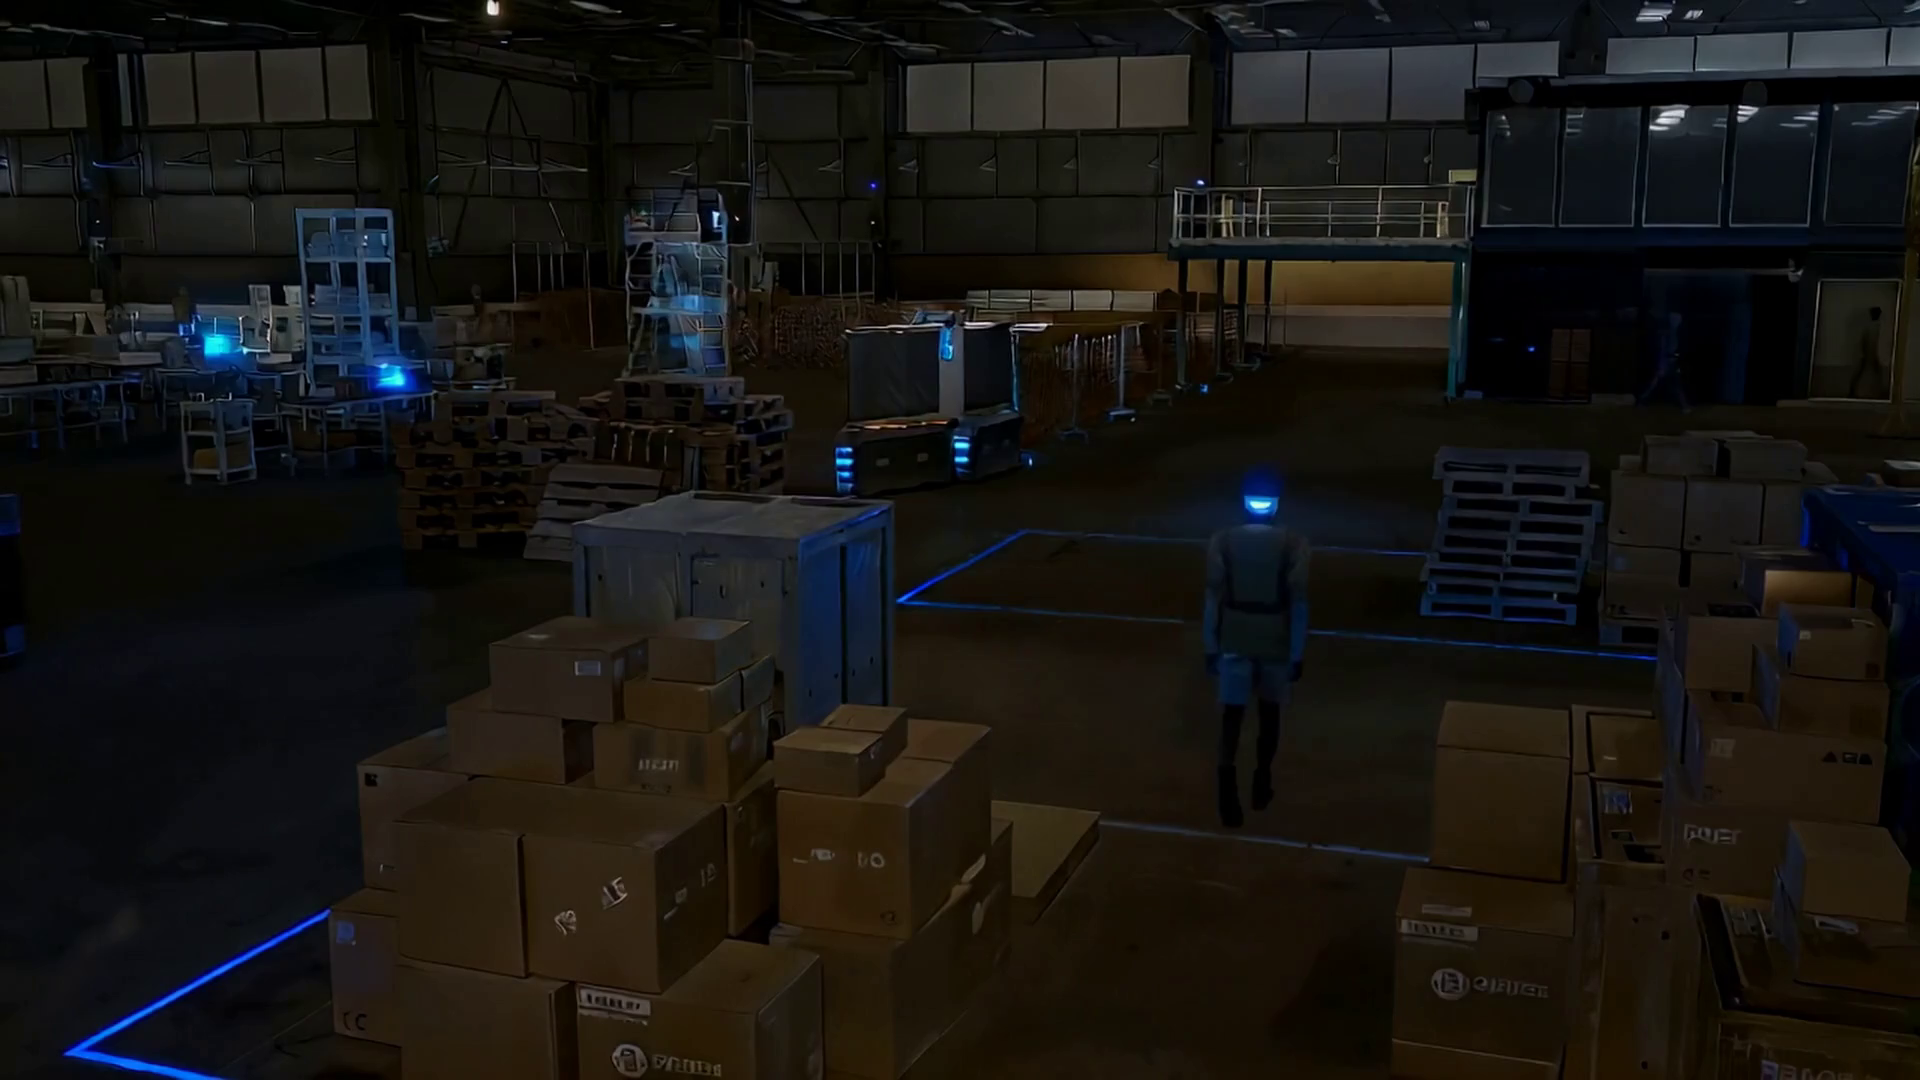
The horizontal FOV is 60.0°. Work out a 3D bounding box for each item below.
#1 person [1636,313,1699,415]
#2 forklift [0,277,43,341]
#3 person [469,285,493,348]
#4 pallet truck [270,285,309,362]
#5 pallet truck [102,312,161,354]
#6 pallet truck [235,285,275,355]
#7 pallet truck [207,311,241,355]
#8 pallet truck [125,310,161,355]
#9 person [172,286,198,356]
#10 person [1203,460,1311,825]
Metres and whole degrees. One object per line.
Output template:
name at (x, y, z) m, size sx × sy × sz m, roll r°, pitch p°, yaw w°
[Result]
person at (12.691, -3.147, 29.803) m, size 1.034 × 1.828 × 0.576 m, roll 3°, pitch 11°, yaw 17°
forklift at (-27.151, -6.329, 46.328) m, size 1.157 × 1.987 × 2.680 m, roll 3°, pitch 11°, yaw 17°
person at (-12.696, -5.685, 43.625) m, size 1.078 × 1.972 × 0.651 m, roll -5°, pitch 11°, yaw -28°
pallet truck at (-17.147, -5.700, 43.663) m, size 0.823 × 1.965 × 1.885 m, roll 3°, pitch 11°, yaw 17°
pallet truck at (-23.057, -5.777, 46.261) m, size 0.680 × 1.201 × 1.601 m, roll 3°, pitch 11°, yaw 19°
pallet truck at (-18.327, -5.835, 44.421) m, size 0.823 × 1.965 × 1.885 m, roll 4°, pitch 11°, yaw 23°
pallet truck at (-19.537, -5.575, 44.913) m, size 0.653 × 1.274 × 1.630 m, roll 3°, pitch 11°, yaw 19°
pallet truck at (-22.038, -5.665, 45.457) m, size 0.704 × 1.261 × 1.522 m, roll 3°, pitch 11°, yaw 17°
person at (-21.048, -5.935, 45.241) m, size 0.643 × 1.909 × 0.410 m, roll 1°, pitch 10°, yaw 4°
person at (1.544, 0.545, 8.740) m, size 0.548 × 1.916 × 0.796 m, roll 3°, pitch 10°, yaw 16°
